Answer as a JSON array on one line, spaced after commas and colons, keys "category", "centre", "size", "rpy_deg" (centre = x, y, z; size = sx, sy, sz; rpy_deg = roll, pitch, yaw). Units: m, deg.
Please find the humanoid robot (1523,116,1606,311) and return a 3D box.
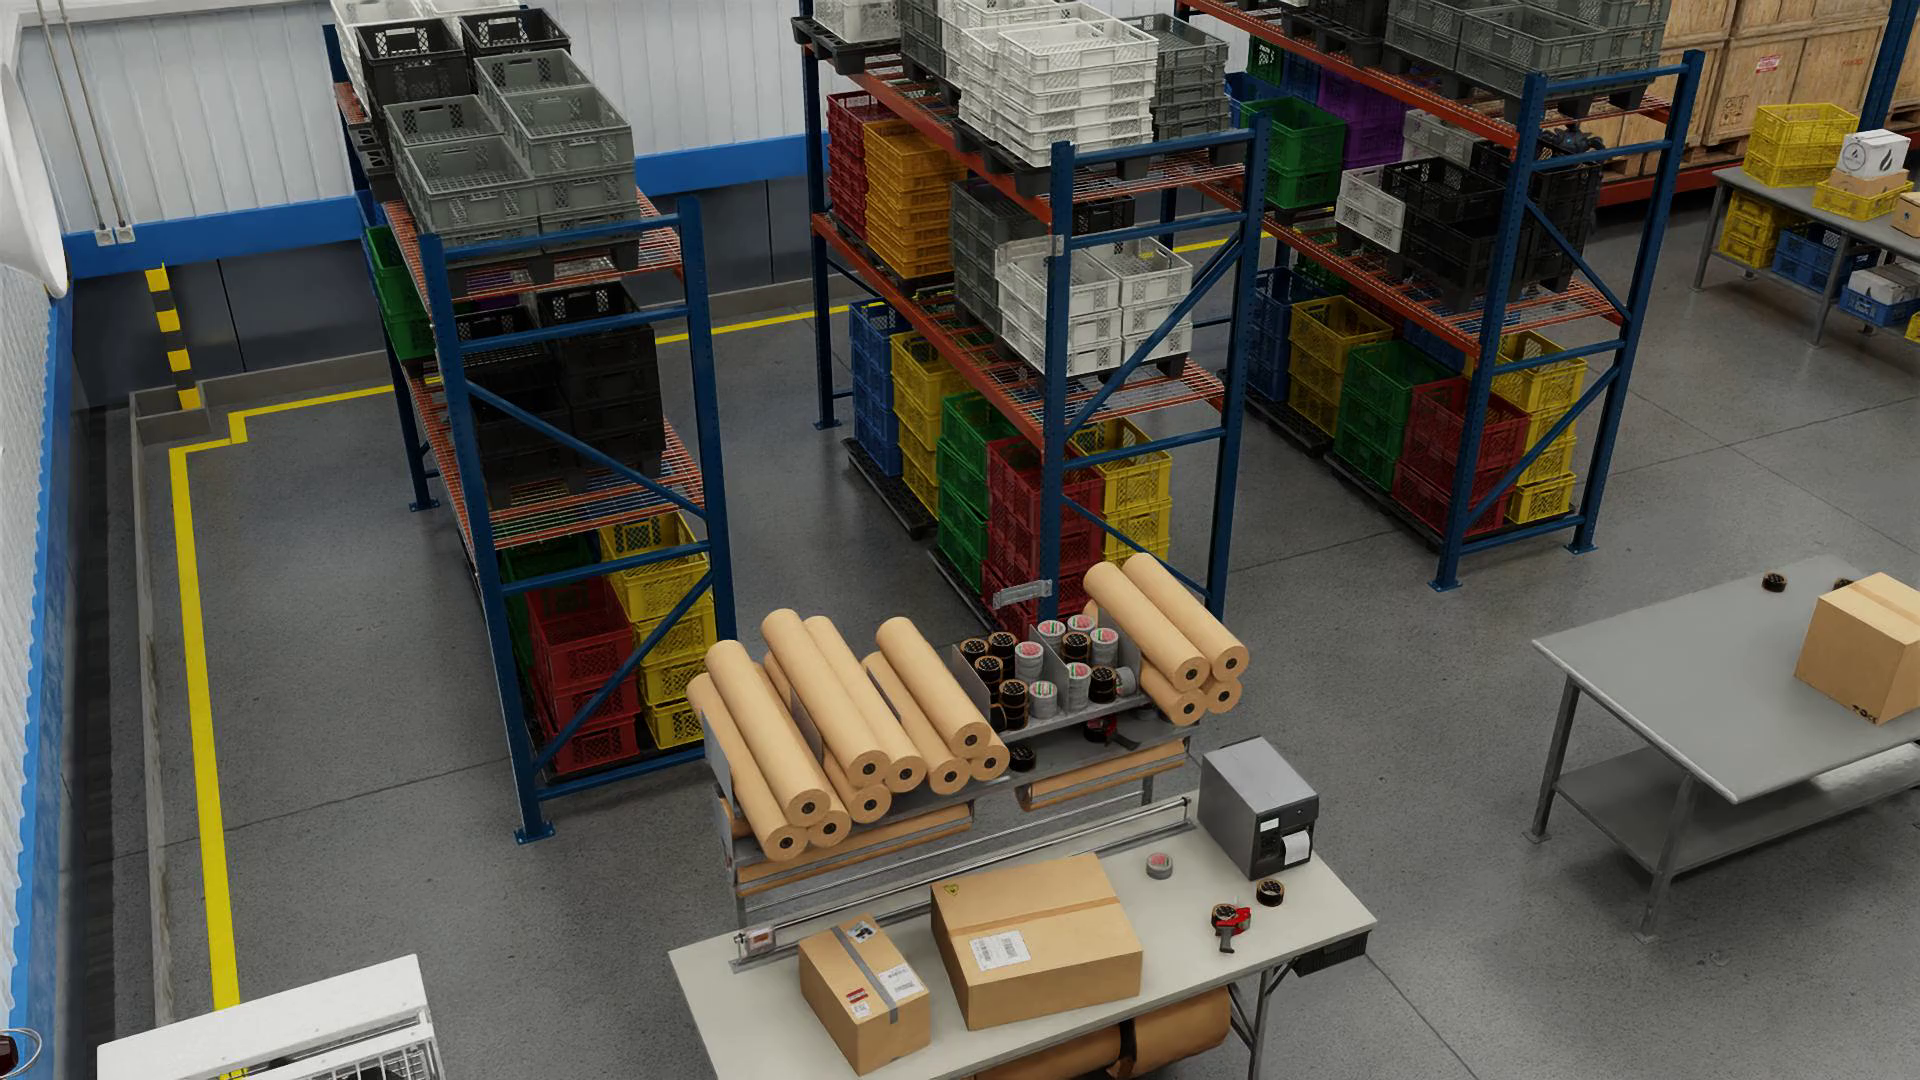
[{"category": "humanoid robot", "centre": [4.645, -2.597, 12.846], "size": [0.592, 1.648, 0.329], "rpy_deg": [17, 36, 26]}]
